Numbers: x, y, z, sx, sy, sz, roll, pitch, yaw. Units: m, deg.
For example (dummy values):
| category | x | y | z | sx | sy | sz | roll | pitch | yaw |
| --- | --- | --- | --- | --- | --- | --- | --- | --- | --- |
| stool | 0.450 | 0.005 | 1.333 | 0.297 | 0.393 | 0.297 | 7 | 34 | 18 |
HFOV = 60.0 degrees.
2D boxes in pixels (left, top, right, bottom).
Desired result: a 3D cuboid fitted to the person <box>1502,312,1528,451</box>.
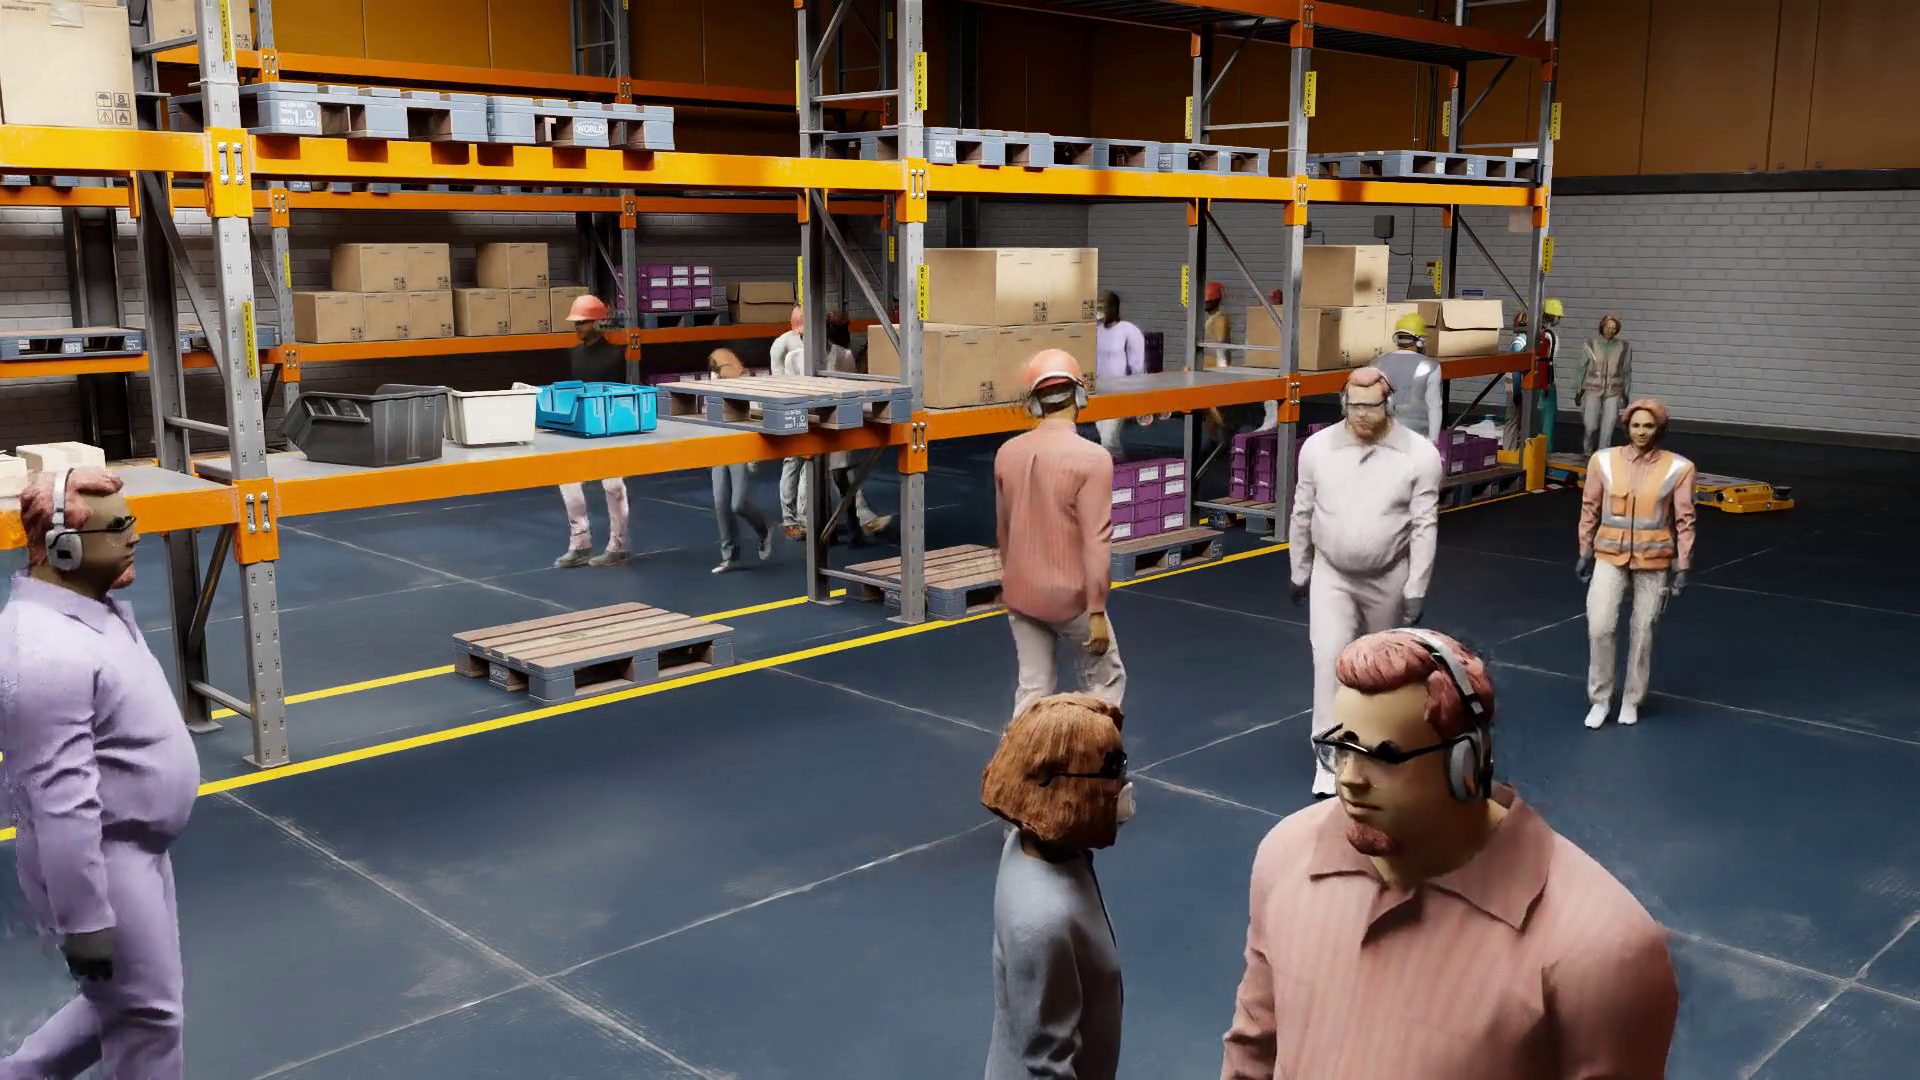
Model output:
| category | x | y | z | sx | sy | sz | roll | pitch | yaw |
| --- | --- | --- | --- | --- | --- | --- | --- | --- | --- |
| person | 5.674 | -1.490 | 16.862 | 0.309 | 1.639 | 0.523 | 5 | 12 | 26 |

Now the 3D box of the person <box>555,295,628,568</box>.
| category | x | y | z | sx | sy | sz | roll | pitch | yaw |
| --- | --- | --- | --- | --- | --- | --- | --- | --- | --- |
| person | -2.683 | -0.756 | 11.927 | 0.646 | 1.975 | 0.671 | 8 | 13 | 38 |

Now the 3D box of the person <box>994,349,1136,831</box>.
| category | x | y | z | sx | sy | sz | roll | pitch | yaw |
| --- | --- | --- | --- | --- | --- | --- | --- | --- | --- |
| person | 0.460 | 0.215 | 6.711 | 0.731 | 1.954 | 0.648 | -10 | 14 | -43 |

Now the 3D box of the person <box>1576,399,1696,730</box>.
| category | x | y | z | sx | sy | sz | roll | pitch | yaw |
| --- | --- | --- | --- | --- | --- | --- | --- | --- | --- |
| person | 3.251 | 0.132 | 8.046 | 0.547 | 1.615 | 0.586 | 6 | 12 | 28 |

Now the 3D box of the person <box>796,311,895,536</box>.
| category | x | y | z | sx | sy | sz | roll | pitch | yaw |
| --- | --- | --- | --- | --- | --- | --- | --- | --- | --- |
| person | -0.966 | -0.927 | 13.374 | 0.931 | 1.793 | 0.641 | 1 | 10 | 7 |

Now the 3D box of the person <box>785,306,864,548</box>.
| category | x | y | z | sx | sy | sz | roll | pitch | yaw |
| --- | --- | --- | --- | --- | --- | --- | --- | --- | --- |
| person | -1.055 | -0.853 | 12.697 | 0.562 | 1.891 | 0.542 | 2 | 11 | 11 |

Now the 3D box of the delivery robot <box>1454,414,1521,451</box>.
| category | x | y | z | sx | sy | sz | roll | pitch | yaw |
| --- | --- | --- | --- | --- | --- | --- | --- | --- | --- |
| delivery robot | 5.467 | -1.055 | 17.198 | 0.707 | 0.478 | 0.477 | 9 | 13 | 39 |

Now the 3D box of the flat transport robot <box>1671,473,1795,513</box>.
| category | x | y | z | sx | sy | sz | roll | pitch | yaw |
| --- | --- | --- | --- | --- | --- | --- | --- | --- | --- |
| flat transport robot | 6.669 | -0.458 | 14.968 | 0.652 | 0.197 | 1.431 | -5 | 12 | -25 |

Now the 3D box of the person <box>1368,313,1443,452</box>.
| category | x | y | z | sx | sy | sz | roll | pitch | yaw |
| --- | --- | --- | --- | --- | --- | --- | --- | --- | --- |
| person | 3.372 | -0.803 | 12.625 | 0.590 | 1.825 | 0.403 | 9 | 14 | 39 |

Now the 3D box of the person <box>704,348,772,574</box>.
| category | x | y | z | sx | sy | sz | roll | pitch | yaw |
| --- | --- | --- | --- | --- | --- | --- | --- | --- | --- |
| person | -1.599 | -0.571 | 11.910 | 0.517 | 1.612 | 0.453 | 7 | 12 | 33 |

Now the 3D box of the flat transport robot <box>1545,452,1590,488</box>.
| category | x | y | z | sx | sy | sz | roll | pitch | yaw |
| --- | --- | --- | --- | --- | --- | --- | --- | --- | --- |
| flat transport robot | 6.001 | -0.688 | 16.223 | 0.652 | 0.197 | 1.431 | -4 | 11 | -21 |

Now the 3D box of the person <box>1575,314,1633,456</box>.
| category | x | y | z | sx | sy | sz | roll | pitch | yaw |
| --- | --- | --- | --- | --- | --- | --- | --- | --- | --- |
| person | 6.477 | -1.464 | 16.743 | 0.530 | 1.620 | 0.386 | 2 | 11 | 12 |

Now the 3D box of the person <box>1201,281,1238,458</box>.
| category | x | y | z | sx | sy | sz | roll | pitch | yaw |
| --- | --- | --- | --- | --- | --- | --- | --- | --- | --- |
| person | 2.719 | -1.808 | 17.843 | 0.470 | 1.917 | 0.568 | -1 | 10 | -8 |

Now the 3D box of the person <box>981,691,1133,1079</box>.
| category | x | y | z | sx | sy | sz | roll | pitch | yaw |
| --- | --- | --- | --- | --- | --- | --- | --- | --- | --- |
| person | 0.175 | 1.062 | 2.964 | 0.279 | 1.633 | 0.501 | 0 | 10 | 2 |

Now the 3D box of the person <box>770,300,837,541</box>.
| category | x | y | z | sx | sy | sz | roll | pitch | yaw |
| --- | --- | --- | --- | --- | --- | --- | --- | --- | --- |
| person | -1.209 | -0.973 | 13.226 | 0.634 | 1.937 | 0.355 | -8 | 13 | -39 |

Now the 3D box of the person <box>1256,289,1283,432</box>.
| category | x | y | z | sx | sy | sz | roll | pitch | yaw |
| --- | --- | --- | --- | --- | --- | --- | --- | --- | --- |
| person | 3.133 | -1.612 | 16.924 | 0.618 | 1.867 | 0.616 | -3 | 11 | -18 |

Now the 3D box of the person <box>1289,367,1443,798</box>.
| category | x | y | z | sx | sy | sz | roll | pitch | yaw |
| --- | --- | --- | --- | --- | --- | --- | --- | --- | --- |
| person | 1.785 | 0.143 | 7.400 | 0.646 | 1.855 | 0.999 | 3 | 11 | 18 |

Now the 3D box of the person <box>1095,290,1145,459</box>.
| category | x | y | z | sx | sy | sz | roll | pitch | yaw |
| --- | --- | --- | --- | --- | --- | --- | --- | --- | --- |
| person | 1.307 | -1.227 | 14.652 | 0.549 | 1.920 | 0.661 | -9 | 14 | -40 |

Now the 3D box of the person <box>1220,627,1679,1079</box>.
| category | x | y | z | sx | sy | sz | roll | pitch | yaw |
| --- | --- | --- | --- | --- | --- | --- | --- | --- | --- |
| person | 0.609 | 1.046 | 2.344 | 0.434 | 1.887 | 0.682 | -8 | 13 | -37 |

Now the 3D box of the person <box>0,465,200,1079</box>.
| category | x | y | z | sx | sy | sz | roll | pitch | yaw |
| --- | --- | --- | --- | --- | --- | --- | --- | --- | --- |
| person | -2.076 | 0.763 | 3.906 | 0.666 | 1.888 | 0.651 | -4 | 11 | -19 |

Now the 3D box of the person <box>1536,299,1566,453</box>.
| category | x | y | z | sx | sy | sz | roll | pitch | yaw |
| --- | --- | --- | --- | --- | --- | --- | --- | --- | --- |
| person | 6.153 | -1.712 | 17.804 | 0.740 | 1.735 | 0.531 | -2 | 11 | -12 |
